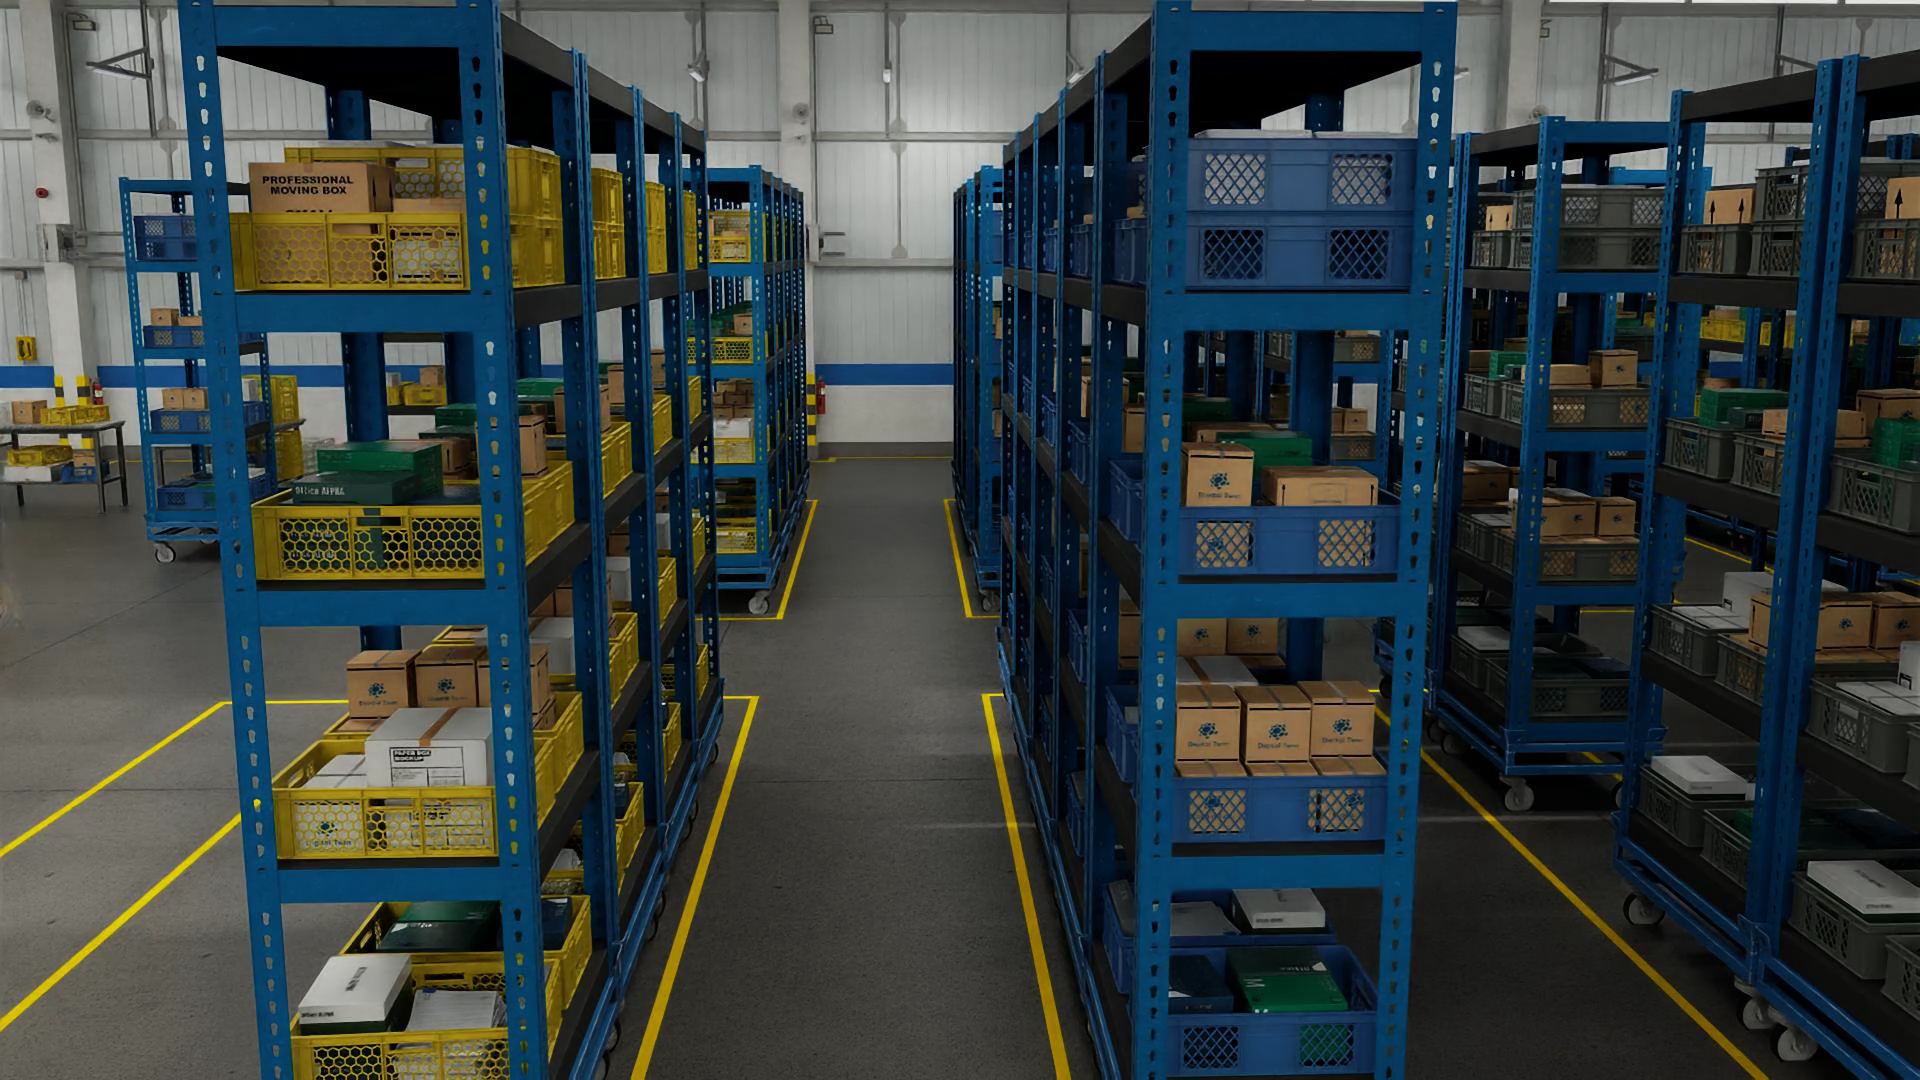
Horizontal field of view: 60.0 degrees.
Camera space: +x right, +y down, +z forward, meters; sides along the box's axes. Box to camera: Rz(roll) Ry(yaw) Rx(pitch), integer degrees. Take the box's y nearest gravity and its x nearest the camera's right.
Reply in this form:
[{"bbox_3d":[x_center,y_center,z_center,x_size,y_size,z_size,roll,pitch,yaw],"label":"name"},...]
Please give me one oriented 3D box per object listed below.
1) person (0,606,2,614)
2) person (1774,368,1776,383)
[{"bbox_3d":[-7.684,-0.059,12.410,0.741,1.730,0.569,-8,13,-39],"label":"person"},{"bbox_3d":[11.055,-1.837,22.353,0.934,1.783,0.609,-2,10,-11],"label":"person"}]
